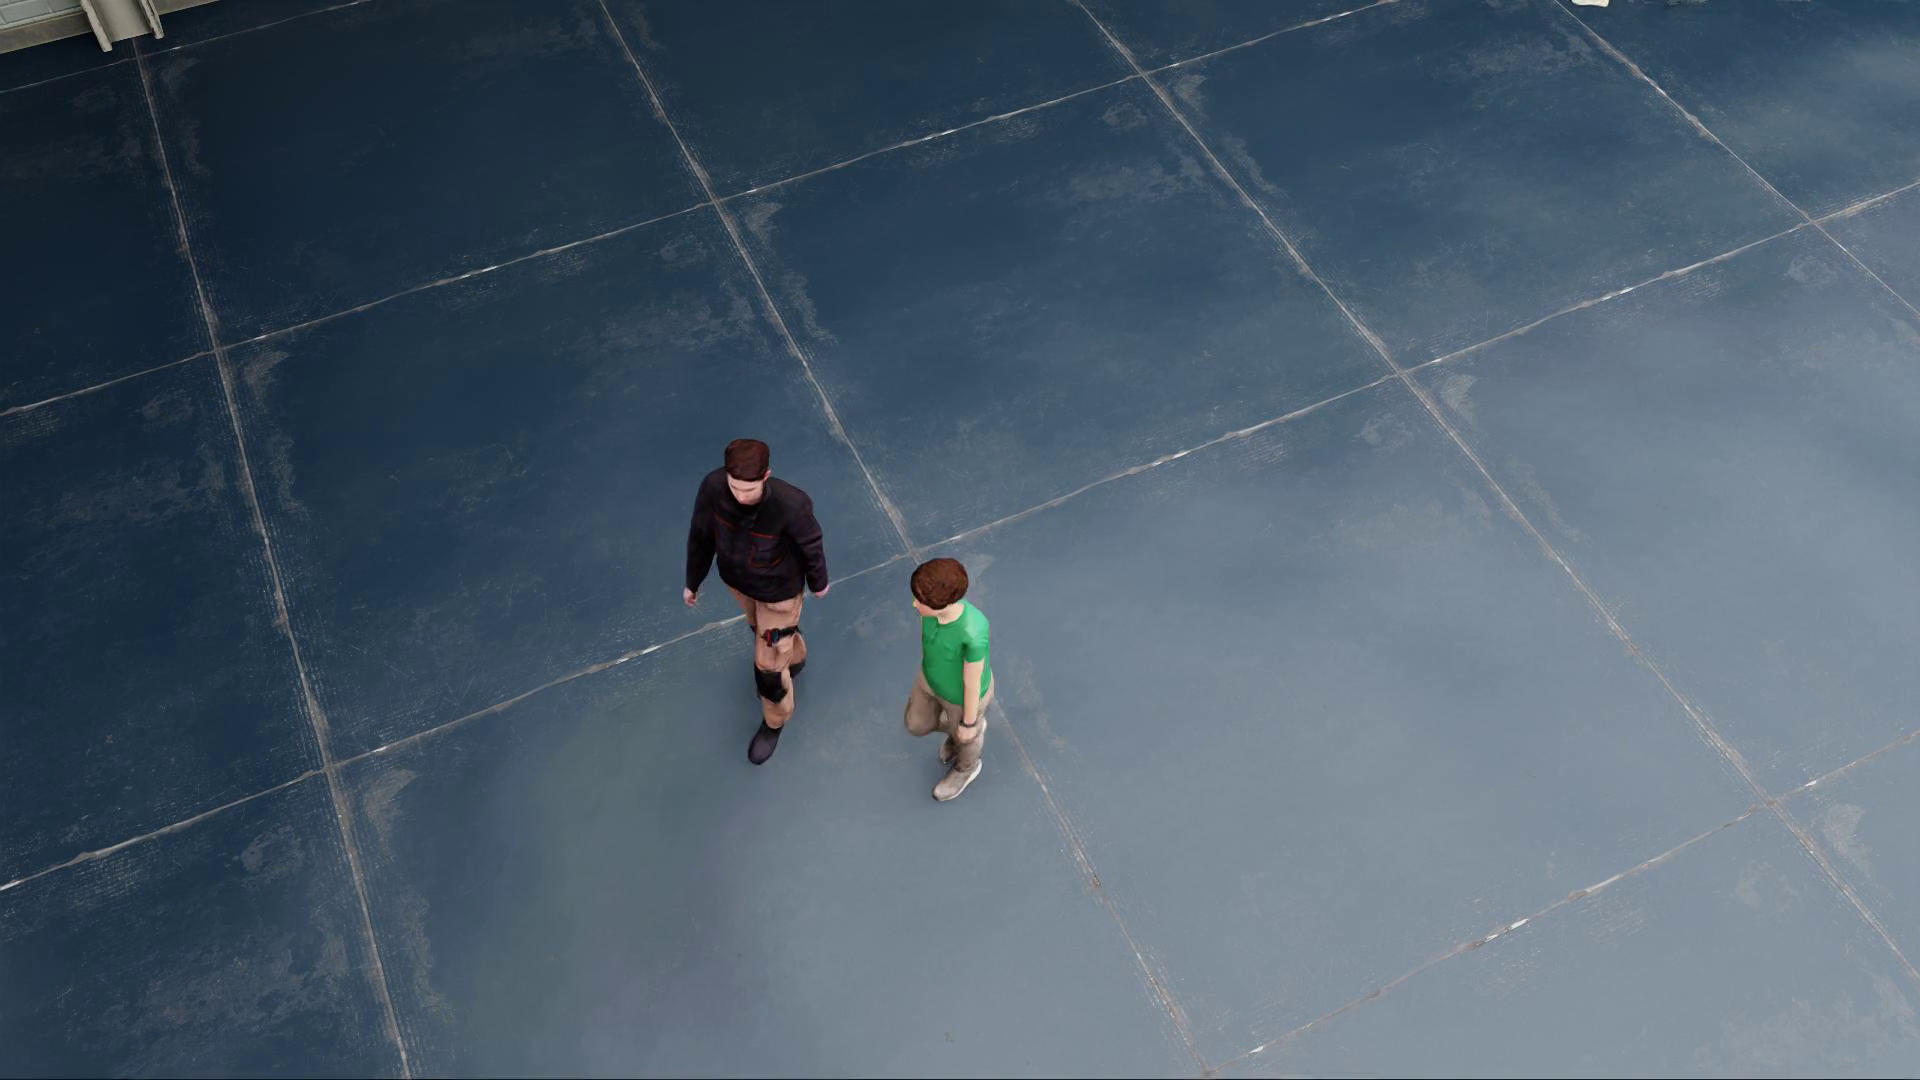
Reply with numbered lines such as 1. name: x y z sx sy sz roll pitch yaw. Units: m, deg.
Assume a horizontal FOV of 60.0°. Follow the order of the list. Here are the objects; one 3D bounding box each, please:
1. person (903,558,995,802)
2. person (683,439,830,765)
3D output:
1. person: 0.038 0.558 7.147 0.697 1.641 0.755 38 61 26
2. person: -0.812 0.115 7.326 0.976 1.900 1.054 24 56 18
